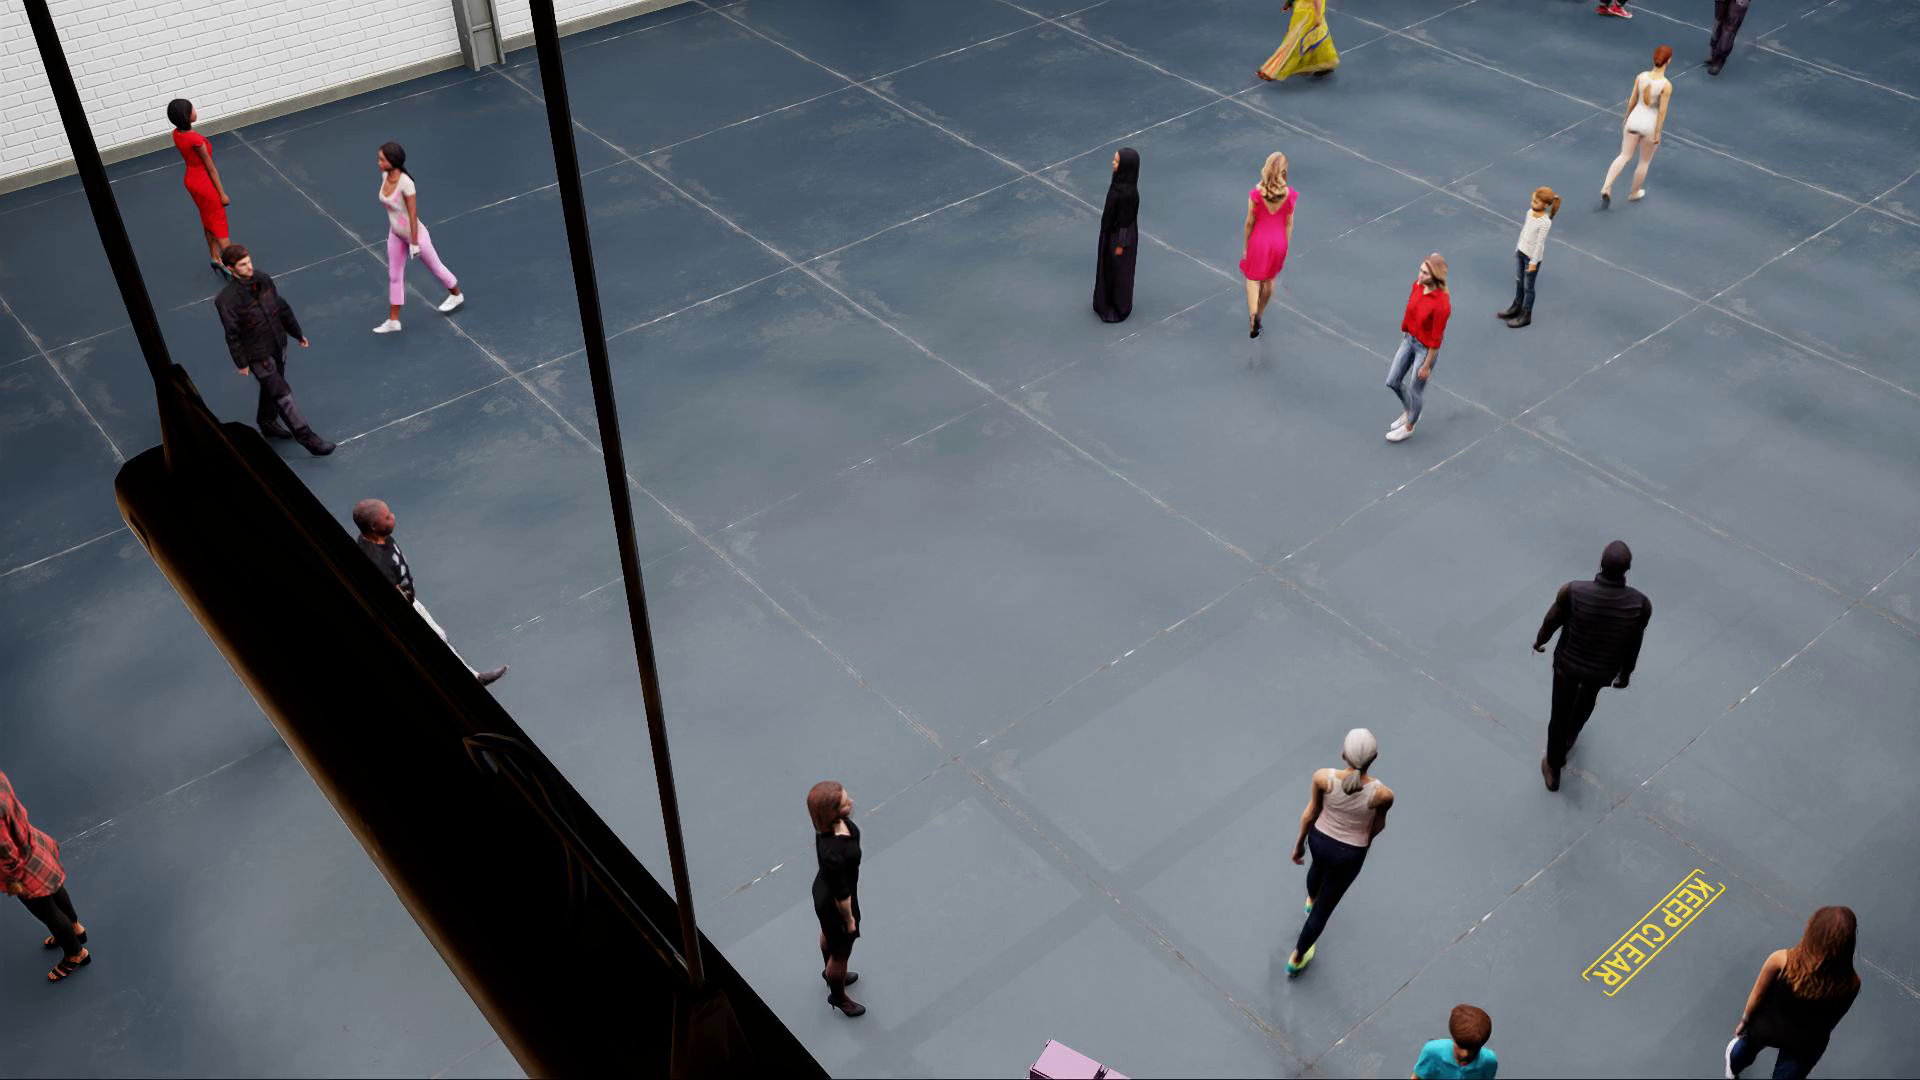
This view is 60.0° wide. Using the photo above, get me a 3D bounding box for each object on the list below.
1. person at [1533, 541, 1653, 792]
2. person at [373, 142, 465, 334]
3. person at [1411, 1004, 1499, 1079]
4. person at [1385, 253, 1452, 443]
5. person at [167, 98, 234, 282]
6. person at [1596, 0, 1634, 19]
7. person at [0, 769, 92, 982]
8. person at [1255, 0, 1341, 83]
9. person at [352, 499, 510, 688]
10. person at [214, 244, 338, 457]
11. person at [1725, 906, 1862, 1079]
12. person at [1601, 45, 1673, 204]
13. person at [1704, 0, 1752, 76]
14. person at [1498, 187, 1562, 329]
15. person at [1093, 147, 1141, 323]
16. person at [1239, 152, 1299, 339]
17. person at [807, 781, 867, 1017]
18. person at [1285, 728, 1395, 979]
[{"bbox_3d":[3.797,0.818,10.118,0.981,1.816,1.060,8,39,10],"label":"person"},{"bbox_3d":[-4.744,-2.672,14.591,0.732,1.688,1.179,28,46,30],"label":"person"},{"bbox_3d":[2.357,2.685,8.101,0.865,1.416,1.003,9,39,11],"label":"person"},{"bbox_3d":[3.698,-1.515,13.134,0.676,1.698,0.701,-14,41,-17],"label":"person"},{"bbox_3d":[-6.907,-3.195,15.202,0.609,1.742,0.568,25,45,28],"label":"person"},{"bbox_3d":[8.067,-7.249,20.277,0.821,1.743,0.761,3,39,4],"label":"person"},{"bbox_3d":[-5.119,1.732,9.063,0.628,1.704,0.661,-17,42,-20],"label":"person"},{"bbox_3d":[4.006,-5.925,18.735,1.389,1.598,1.243,-2,39,-2],"label":"person"},{"bbox_3d":[-3.671,0.535,10.523,1.286,1.752,0.998,-10,40,-12],"label":"person"},{"bbox_3d":[-5.526,-1.497,13.028,1.141,1.802,1.141,9,39,11],"label":"person"},{"bbox_3d":[4.044,2.481,8.147,0.869,1.677,1.153,17,42,20],"label":"person"},{"bbox_3d":[6.664,-4.044,16.354,0.841,1.631,0.569,-26,46,-29],"label":"person"},{"bbox_3d":[8.905,-6.346,19.035,0.784,1.882,0.993,29,47,31],"label":"person"},{"bbox_3d":[5.043,-2.507,14.683,0.578,1.314,0.537,-9,39,-11],"label":"person"},{"bbox_3d":[1.417,-2.717,14.705,0.750,1.615,0.707,-3,39,-4],"label":"person"},{"bbox_3d":[2.651,-2.487,14.340,0.880,1.710,0.926,2,39,2],"label":"person"},{"bbox_3d":[-0.659,1.903,8.849,0.655,1.702,0.656,-7,39,-8],"label":"person"},{"bbox_3d":[2.022,1.777,9.036,0.793,1.667,1.023,21,43,24],"label":"person"}]
